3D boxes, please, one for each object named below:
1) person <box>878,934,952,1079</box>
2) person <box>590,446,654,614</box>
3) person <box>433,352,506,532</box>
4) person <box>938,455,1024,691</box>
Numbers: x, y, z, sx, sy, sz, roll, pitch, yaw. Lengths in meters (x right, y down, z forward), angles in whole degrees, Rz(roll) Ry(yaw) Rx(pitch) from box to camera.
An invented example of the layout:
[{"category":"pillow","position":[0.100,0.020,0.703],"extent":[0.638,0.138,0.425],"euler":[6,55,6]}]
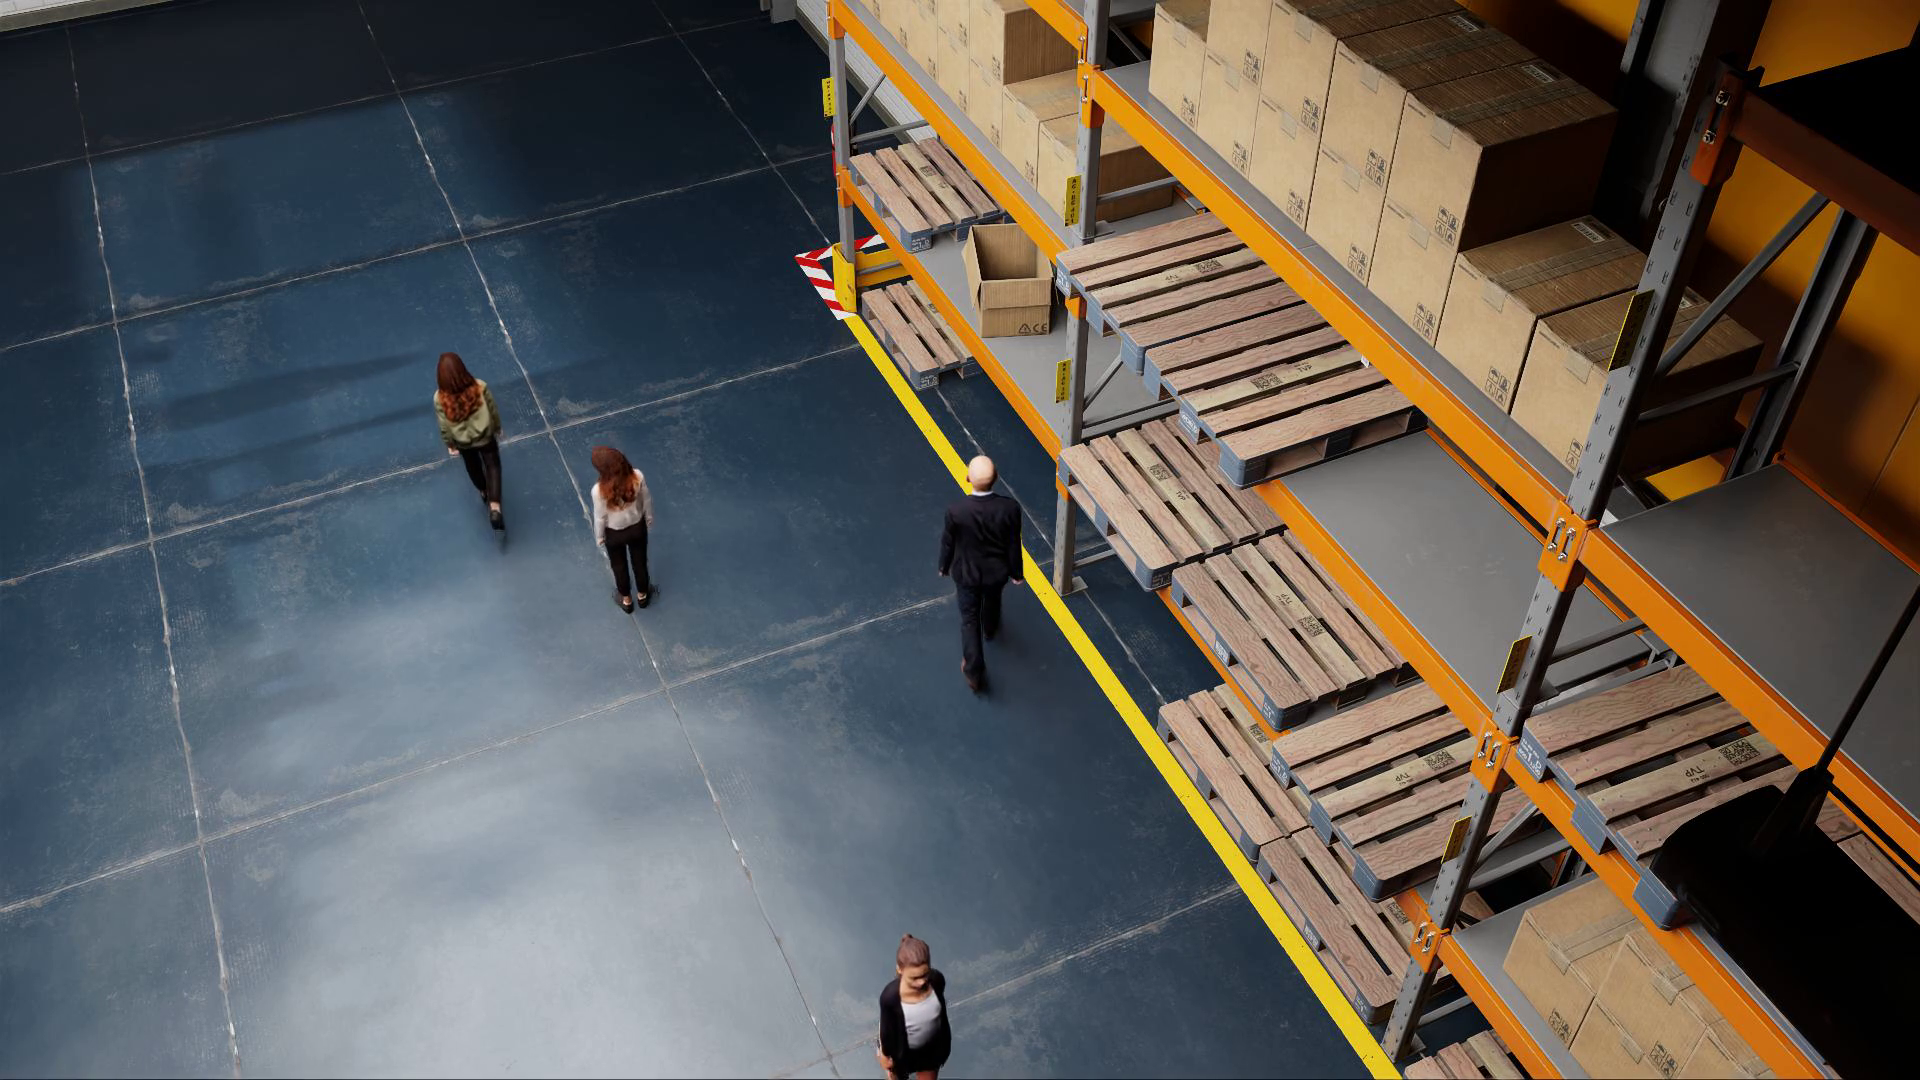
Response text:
[{"category":"person","position":[-0.268,2.500,8.551],"extent":[0.565,1.543,0.894],"euler":[-16,46,-16]},{"category":"person","position":[-2.278,-0.082,11.311],"extent":[0.568,1.476,0.499],"euler":[-13,45,-13]},{"category":"person","position":[-3.490,-0.705,11.974],"extent":[0.692,1.462,0.963],"euler":[-10,45,-11]},{"category":"person","position":[0.132,0.226,10.768],"extent":[0.901,1.778,1.099],"euler":[-4,44,-4]}]
